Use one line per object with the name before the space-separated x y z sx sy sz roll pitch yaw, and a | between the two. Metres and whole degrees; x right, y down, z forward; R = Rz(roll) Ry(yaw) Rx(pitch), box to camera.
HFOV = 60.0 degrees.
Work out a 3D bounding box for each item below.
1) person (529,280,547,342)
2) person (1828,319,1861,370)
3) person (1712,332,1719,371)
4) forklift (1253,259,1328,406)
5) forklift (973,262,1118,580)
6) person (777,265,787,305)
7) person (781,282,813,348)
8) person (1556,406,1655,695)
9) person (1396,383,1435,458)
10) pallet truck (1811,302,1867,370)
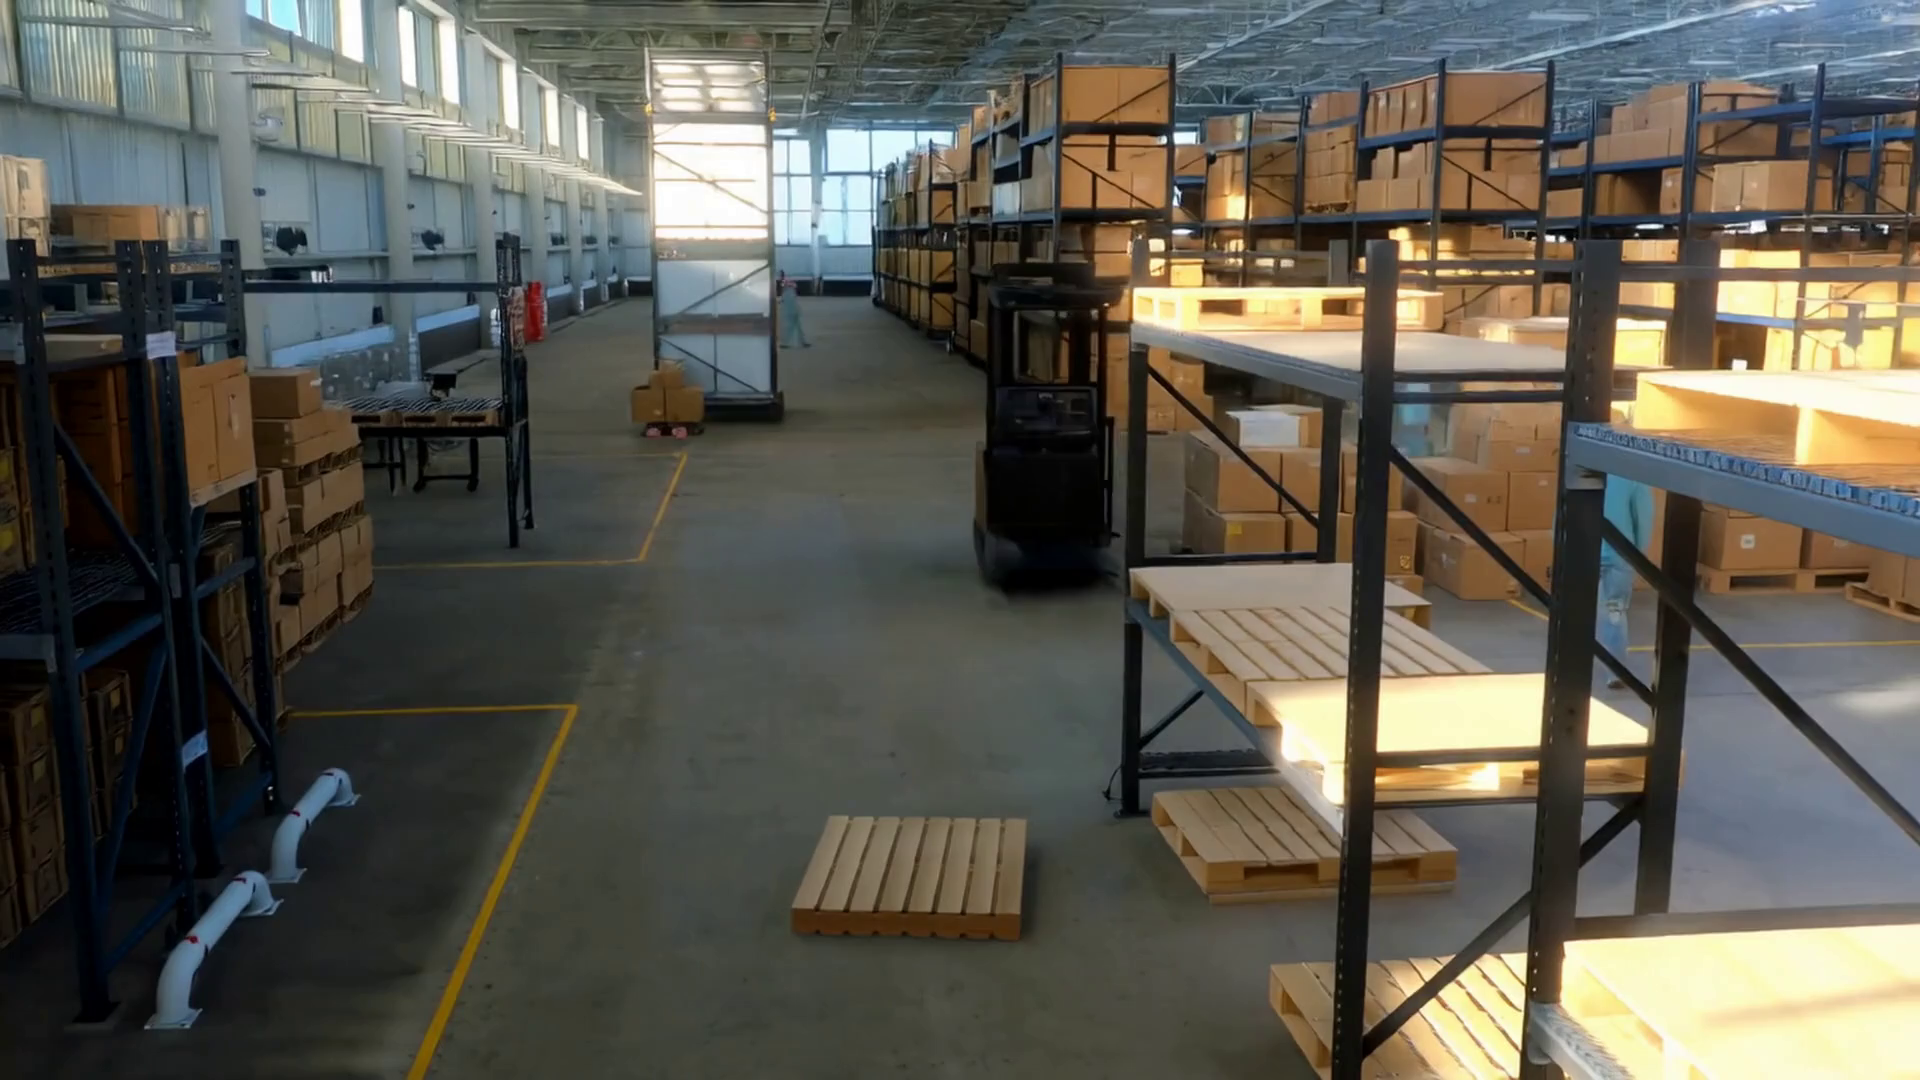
person | -12.595 -6.838 49.731 0.561 1.836 0.393 3 11 18
person | 12.583 -2.187 23.712 0.593 1.922 0.392 -6 12 -31
person | 11.546 -2.654 26.093 0.610 1.995 0.375 9 14 42
forklift | 5.975 -3.705 29.461 1.129 2.768 1.873 -1 10 -6
forklift | 0.745 -1.174 15.440 1.129 2.768 1.873 -1 10 -6
person | -8.216 -11.943 77.900 0.887 1.886 0.601 4 11 23
person | -4.679 -6.304 46.711 0.992 1.866 0.637 -7 12 -33
person | 4.296 0.075 11.131 0.632 1.940 0.372 5 11 26
person | 5.422 -1.463 19.819 1.005 1.886 0.563 5 11 25
pallet truck | 15.846 -3.142 28.793 1.885 1.965 0.823 2 10 12
